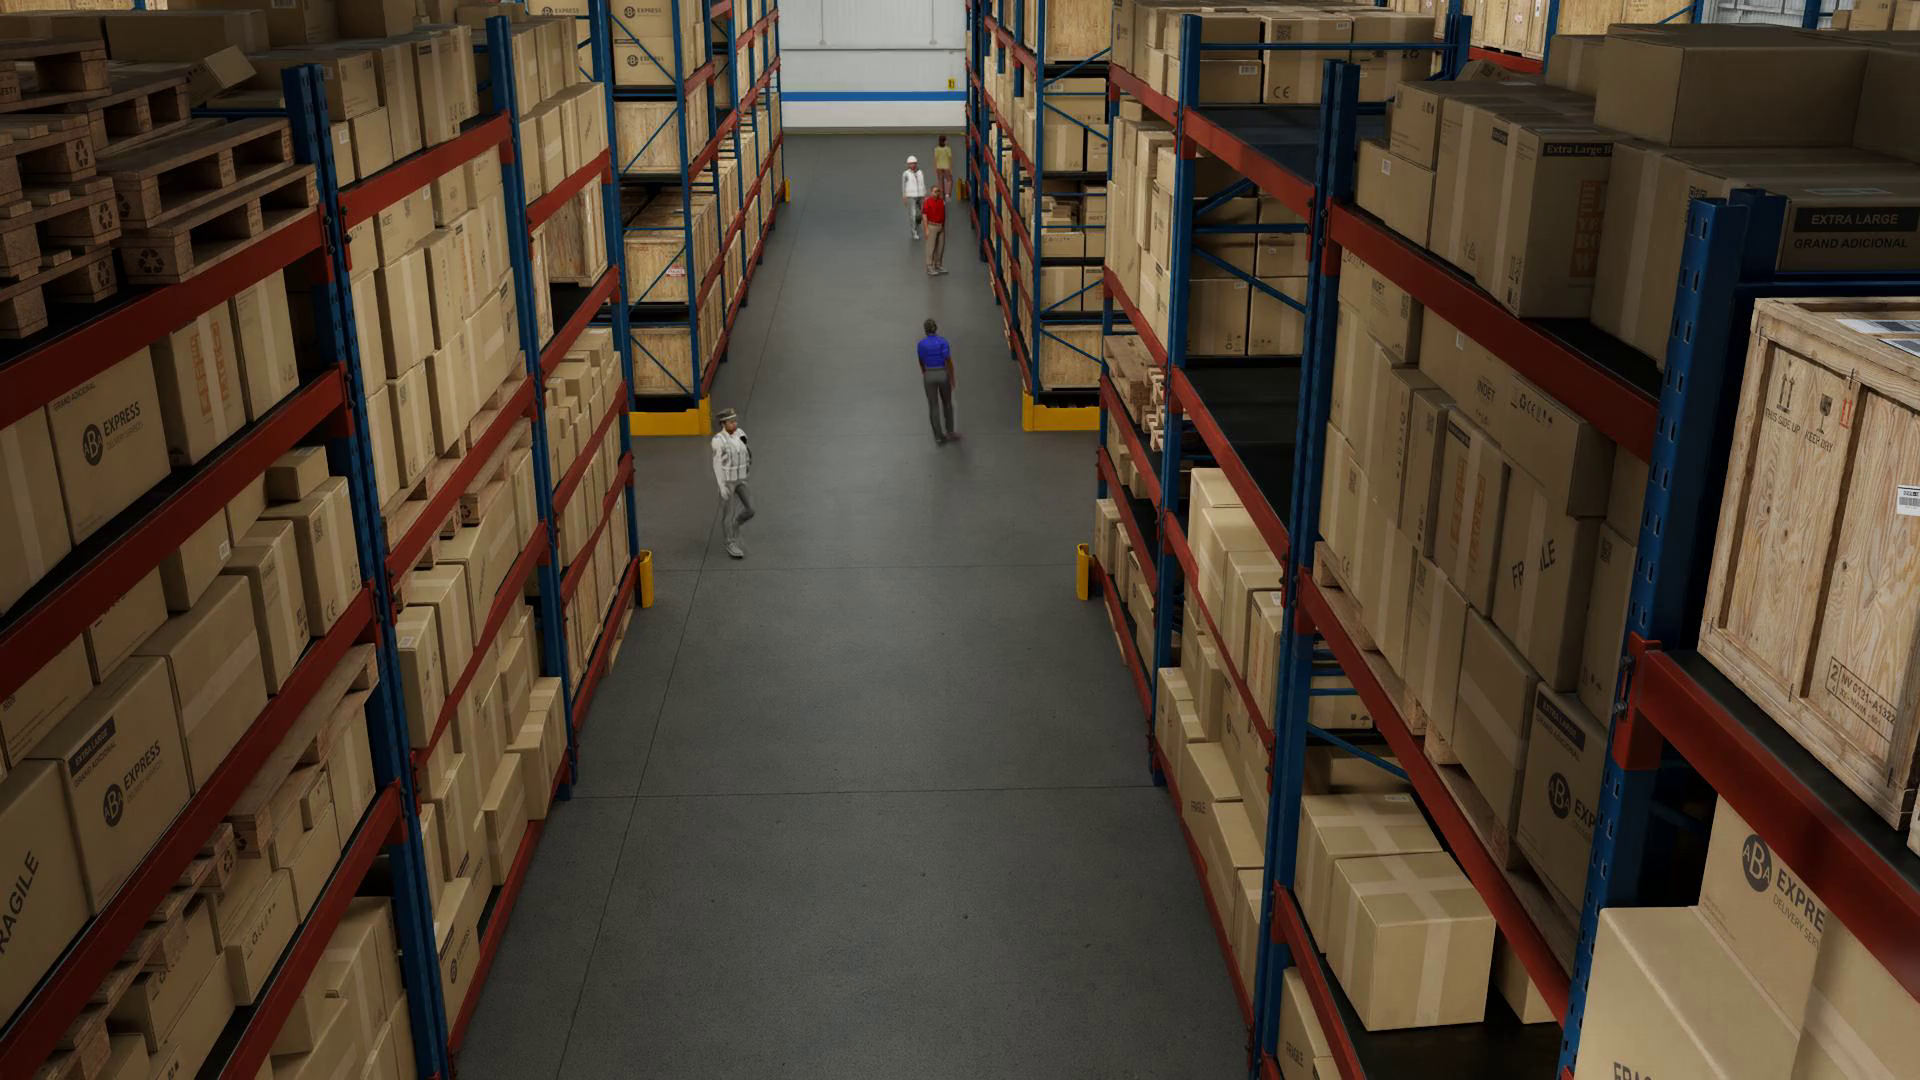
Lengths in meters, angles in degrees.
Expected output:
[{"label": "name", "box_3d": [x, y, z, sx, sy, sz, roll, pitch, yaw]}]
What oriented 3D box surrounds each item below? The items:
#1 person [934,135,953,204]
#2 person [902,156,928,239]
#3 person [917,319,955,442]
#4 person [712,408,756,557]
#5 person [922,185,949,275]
[{"label": "person", "box_3d": [-0.410, -9.139, 41.053, 0.461, 1.678, 0.481, 1, 20, 3]}, {"label": "person", "box_3d": [-0.972, -7.598, 36.825, 0.563, 1.763, 0.746, -10, 23, -24]}, {"label": "person", "box_3d": [-0.326, -2.178, 22.495, 0.500, 1.636, 0.662, -1, 20, -3]}, {"label": "person", "box_3d": [-2.516, -0.663, 18.333, 0.492, 1.692, 0.452, -17, 27, -39]}, {"label": "person", "box_3d": [-0.469, -6.181, 33.112, 0.387, 1.726, 0.529, 18, 27, 39]}]
